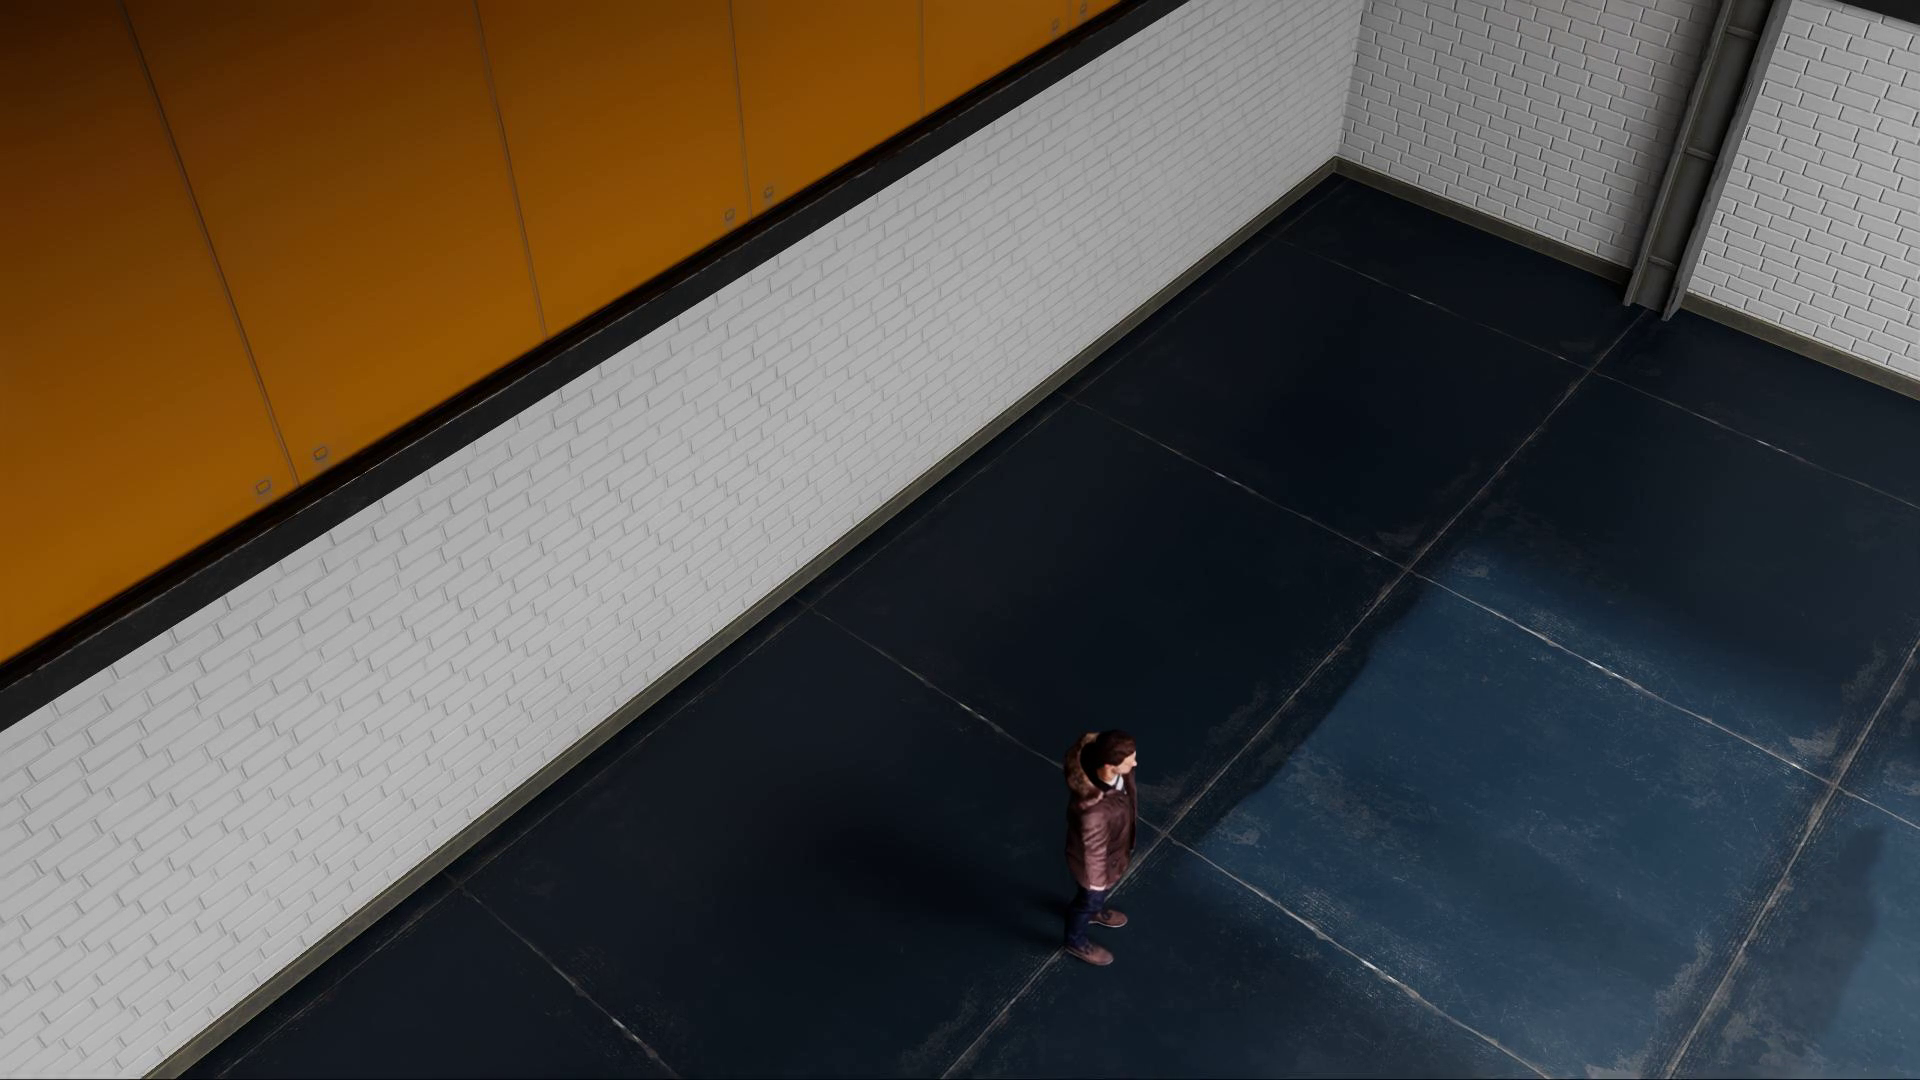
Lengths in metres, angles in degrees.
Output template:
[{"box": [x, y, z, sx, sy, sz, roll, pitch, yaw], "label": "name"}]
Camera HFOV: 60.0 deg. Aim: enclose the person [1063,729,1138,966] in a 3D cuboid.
[{"box": [0.737, 1.629, 8.971, 0.831, 1.841, 0.849, 11, 45, 11], "label": "person"}]
